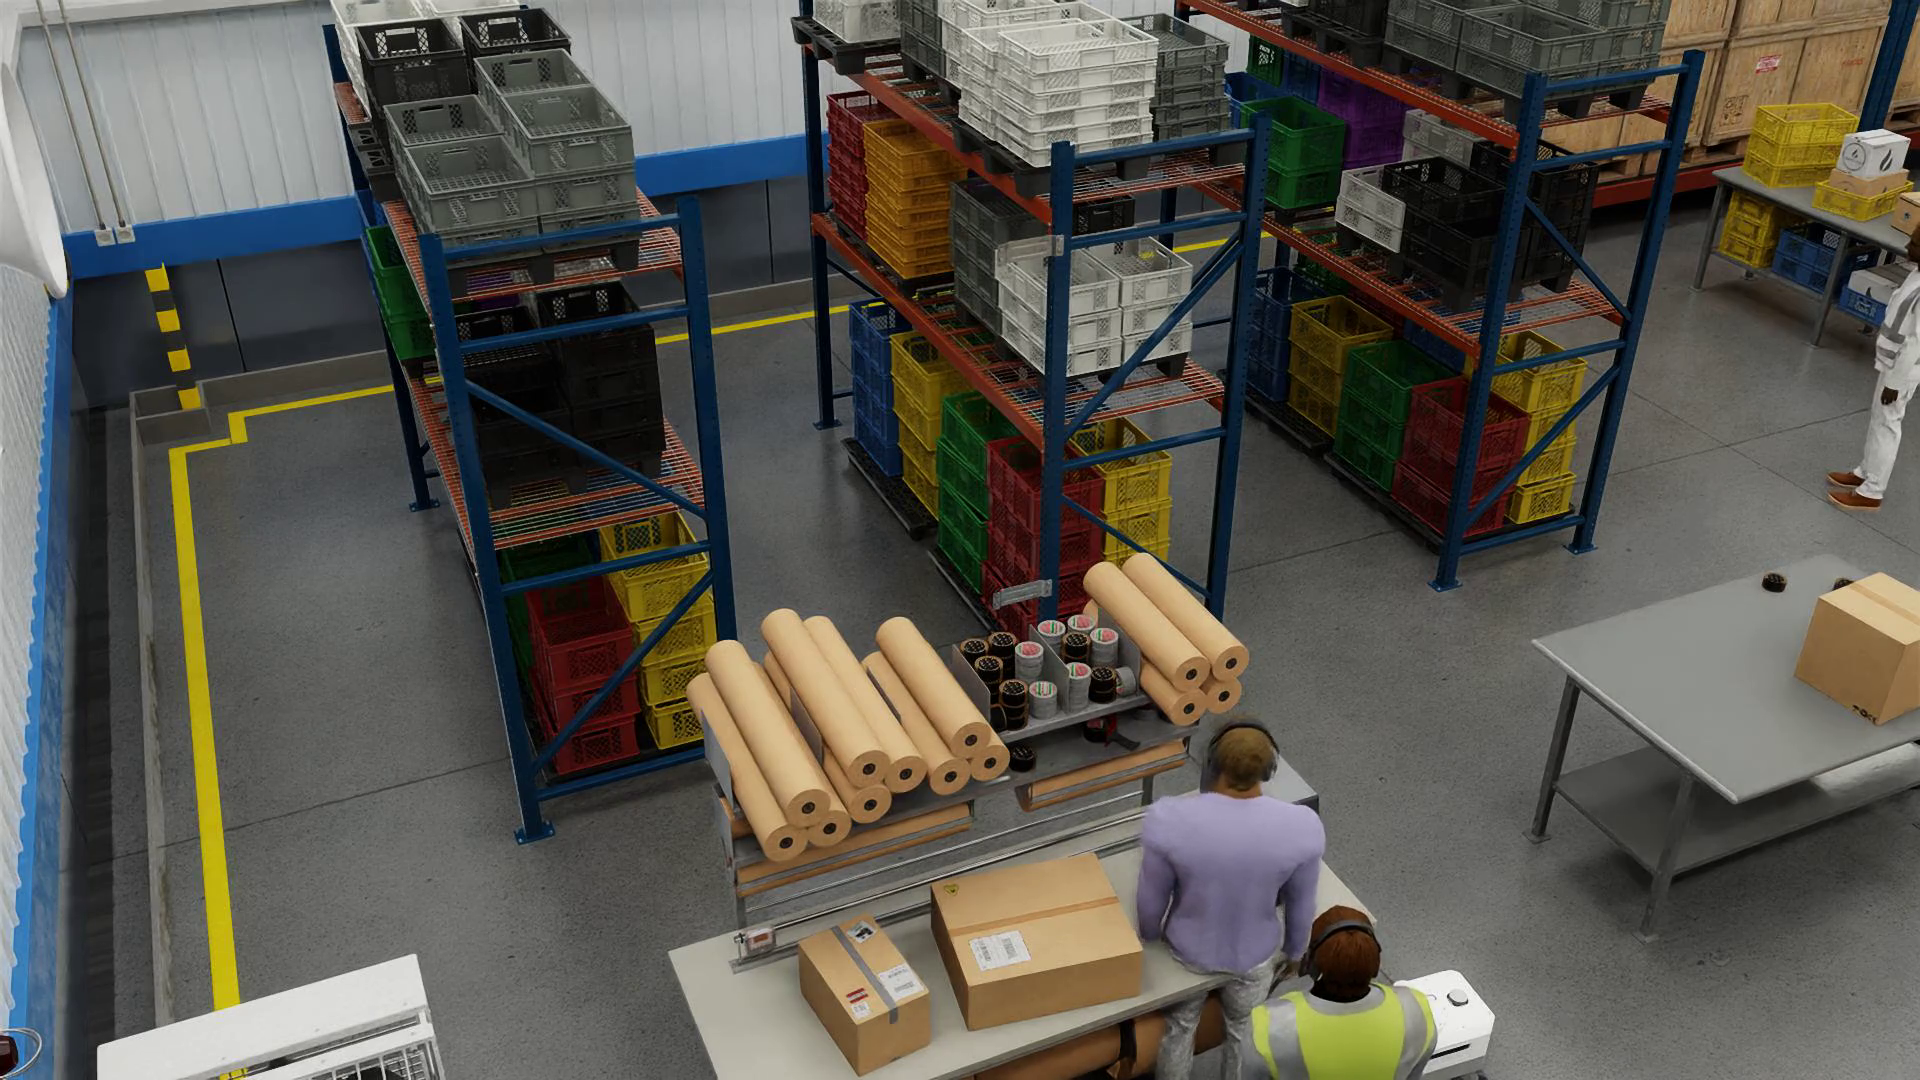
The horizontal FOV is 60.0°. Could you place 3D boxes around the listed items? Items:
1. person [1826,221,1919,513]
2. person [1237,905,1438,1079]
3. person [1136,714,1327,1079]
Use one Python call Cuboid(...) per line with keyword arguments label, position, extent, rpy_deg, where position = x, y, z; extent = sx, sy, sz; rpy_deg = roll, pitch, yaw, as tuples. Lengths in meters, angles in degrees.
Cuboid(label="person", position=(5.727, -1.065, 10.156), extent=(0.354, 1.879, 0.566), rpy_deg=(14, 34, 21))
Cuboid(label="person", position=(1.145, 1.905, 5.363), extent=(0.624, 1.845, 0.430), rpy_deg=(-5, 32, -8))
Cuboid(label="person", position=(0.951, 1.451, 6.022), extent=(0.639, 1.931, 0.385), rpy_deg=(2, 32, 3))
